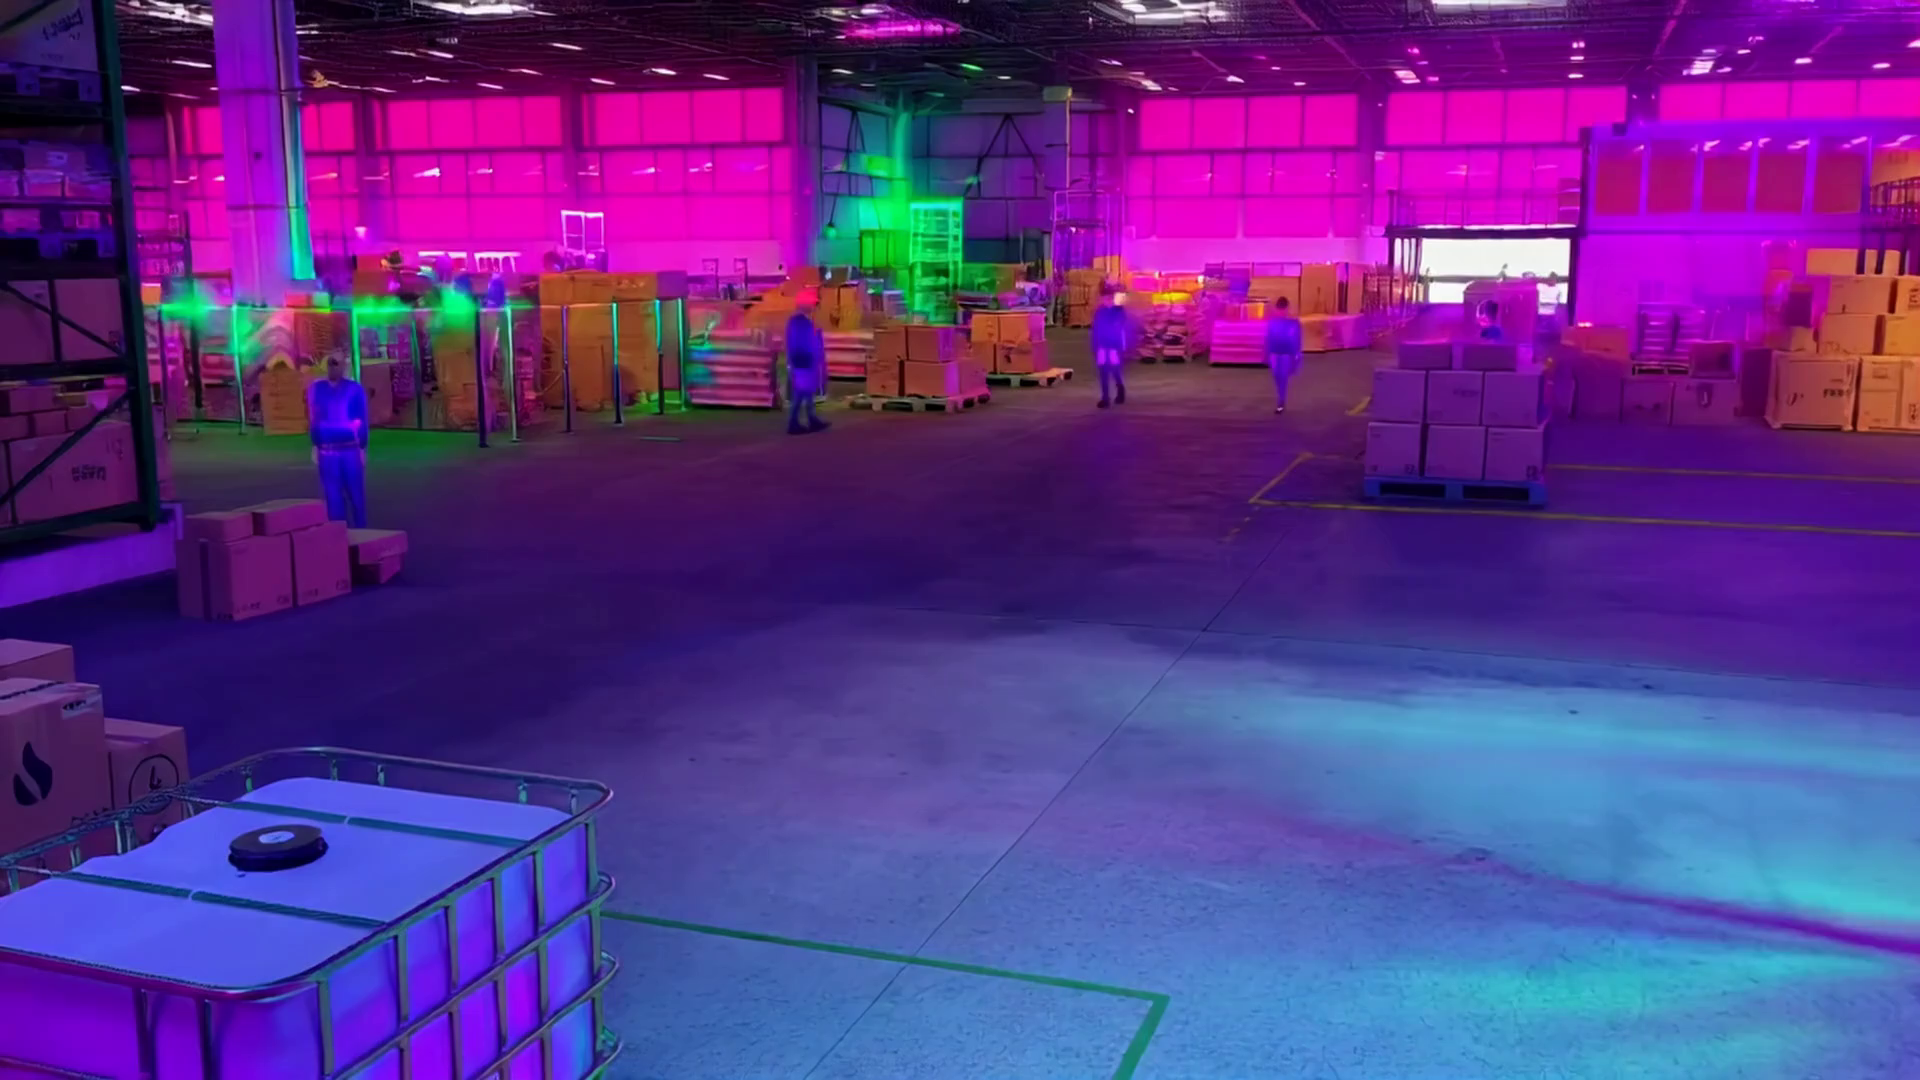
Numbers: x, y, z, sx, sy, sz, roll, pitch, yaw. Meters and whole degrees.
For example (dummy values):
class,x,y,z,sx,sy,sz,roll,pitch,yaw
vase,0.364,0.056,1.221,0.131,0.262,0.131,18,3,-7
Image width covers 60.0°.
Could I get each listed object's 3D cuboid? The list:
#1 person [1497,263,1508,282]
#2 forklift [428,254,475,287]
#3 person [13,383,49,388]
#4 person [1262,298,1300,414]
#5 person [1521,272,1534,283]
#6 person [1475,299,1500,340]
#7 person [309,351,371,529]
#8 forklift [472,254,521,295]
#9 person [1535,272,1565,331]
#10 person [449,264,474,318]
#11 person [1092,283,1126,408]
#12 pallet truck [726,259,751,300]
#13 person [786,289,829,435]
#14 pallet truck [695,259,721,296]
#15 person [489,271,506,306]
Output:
class,x,y,z,sx,sy,sz,roll,pitch,yaw
person,19.313,-8.926,59.273,0.345,1.840,0.504,4,11,23
forklift,-20.133,-10.254,65.465,1.157,1.987,2.680,3,11,19
person,-11.865,-2.222,21.287,0.399,1.922,0.553,4,11,19
person,4.842,-2.785,25.035,0.534,1.721,0.927,5,11,25
person,11.713,-4.627,34.782,0.431,1.944,0.681,8,13,36
person,6.148,-1.877,19.494,0.310,1.868,0.534,6,12,32
person,-5.118,-0.740,13.736,0.523,1.638,0.310,2,10,10
forklift,-17.990,-10.121,64.684,1.157,1.987,2.680,3,11,17
person,13.373,-5.110,37.636,0.617,1.886,0.799,7,12,36
person,-13.082,-6.228,43.659,0.637,1.982,1.062,-4,11,-23
person,2.310,-3.003,25.688,0.560,1.918,0.499,6,12,32
pallet truck,-7.986,-9.493,62.019,0.823,1.965,1.885,3,11,17
person,-1.963,-2.347,22.001,0.781,1.909,0.555,-6,11,-29
pallet truck,-9.165,-9.627,62.776,0.823,1.965,1.885,4,11,23
person,-11.402,-5.744,41.296,0.928,1.867,0.634,2,10,13
